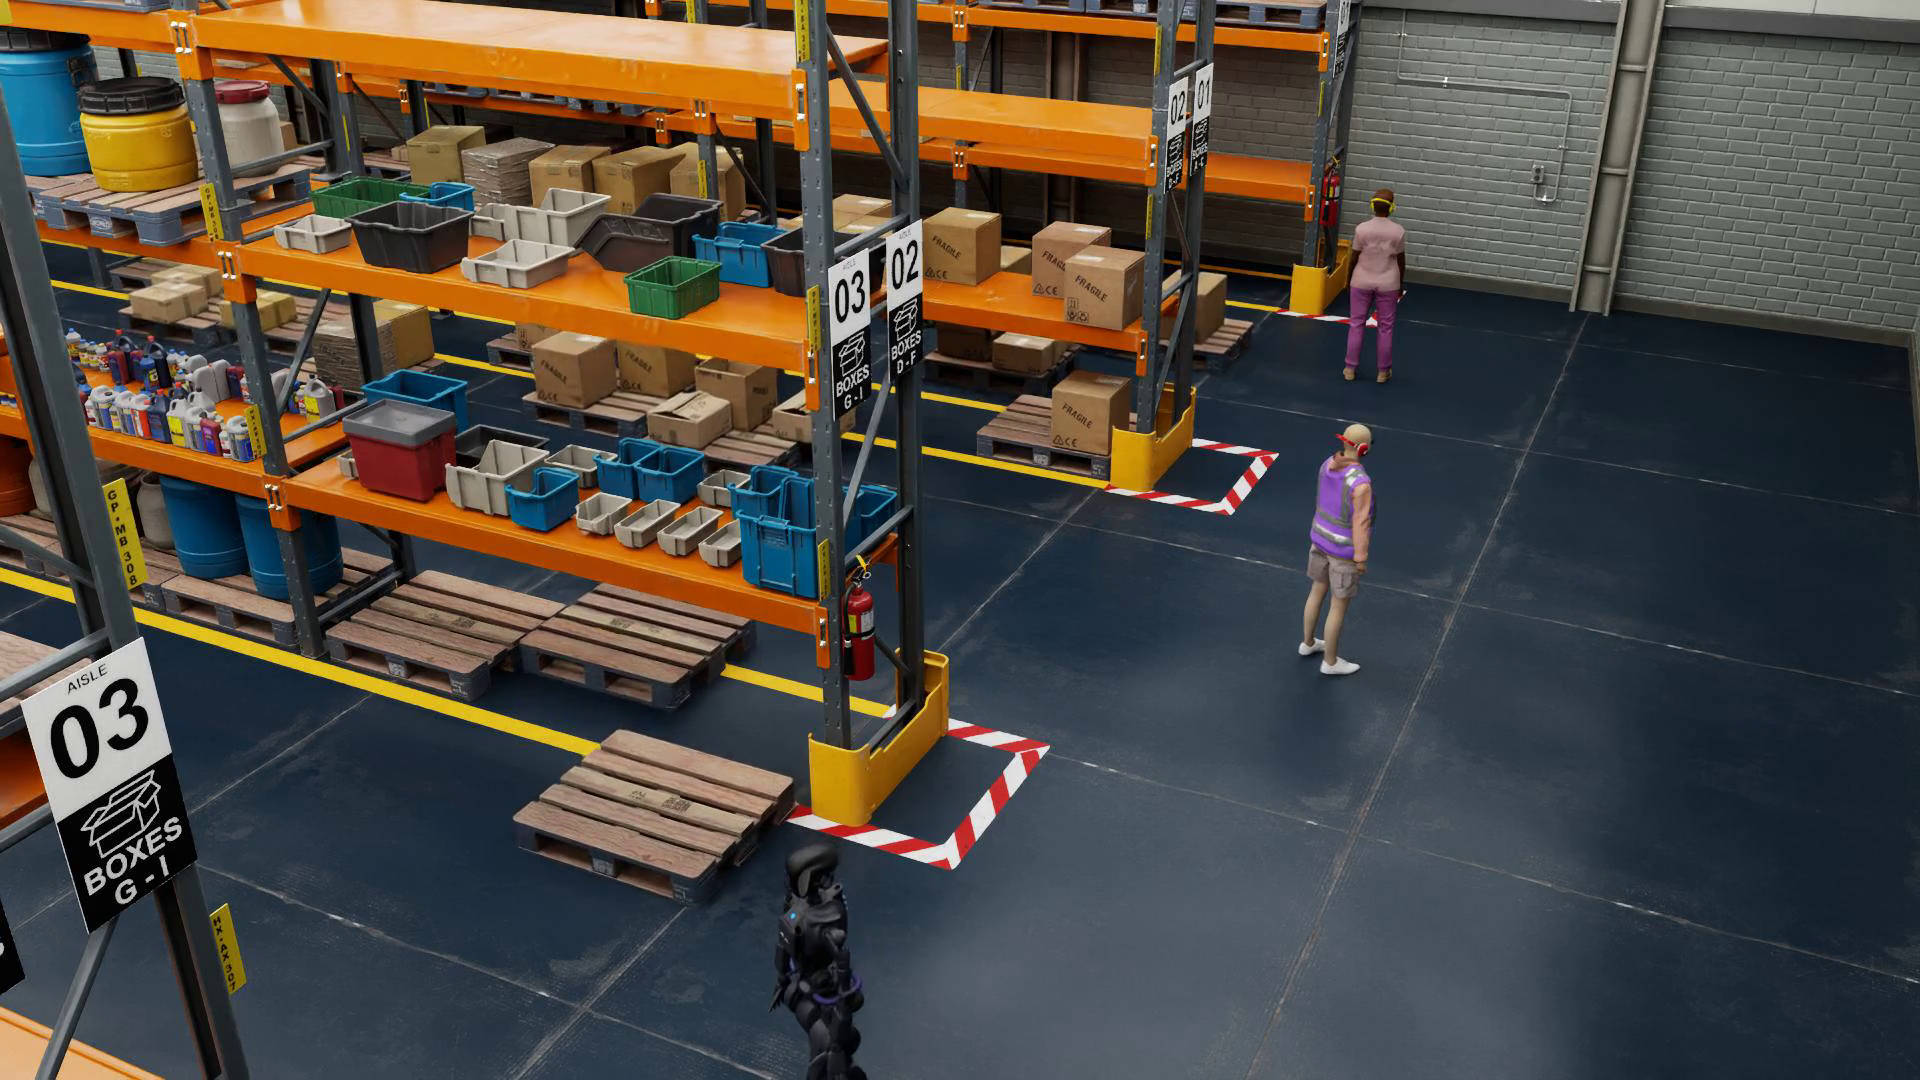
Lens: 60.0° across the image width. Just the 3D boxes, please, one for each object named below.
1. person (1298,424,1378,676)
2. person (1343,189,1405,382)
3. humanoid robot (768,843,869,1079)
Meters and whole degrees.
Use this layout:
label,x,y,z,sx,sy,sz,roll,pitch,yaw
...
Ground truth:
label,x,y,z,sx,sy,sz,roll,pitch,yaw
person,2.415,0.055,10.595,0.352,1.688,0.489,-11,28,-21
person,3.821,-2.335,15.309,0.527,1.798,0.334,8,27,15
humanoid robot,-0.594,1.922,6.881,0.799,1.620,0.597,-16,31,-29
